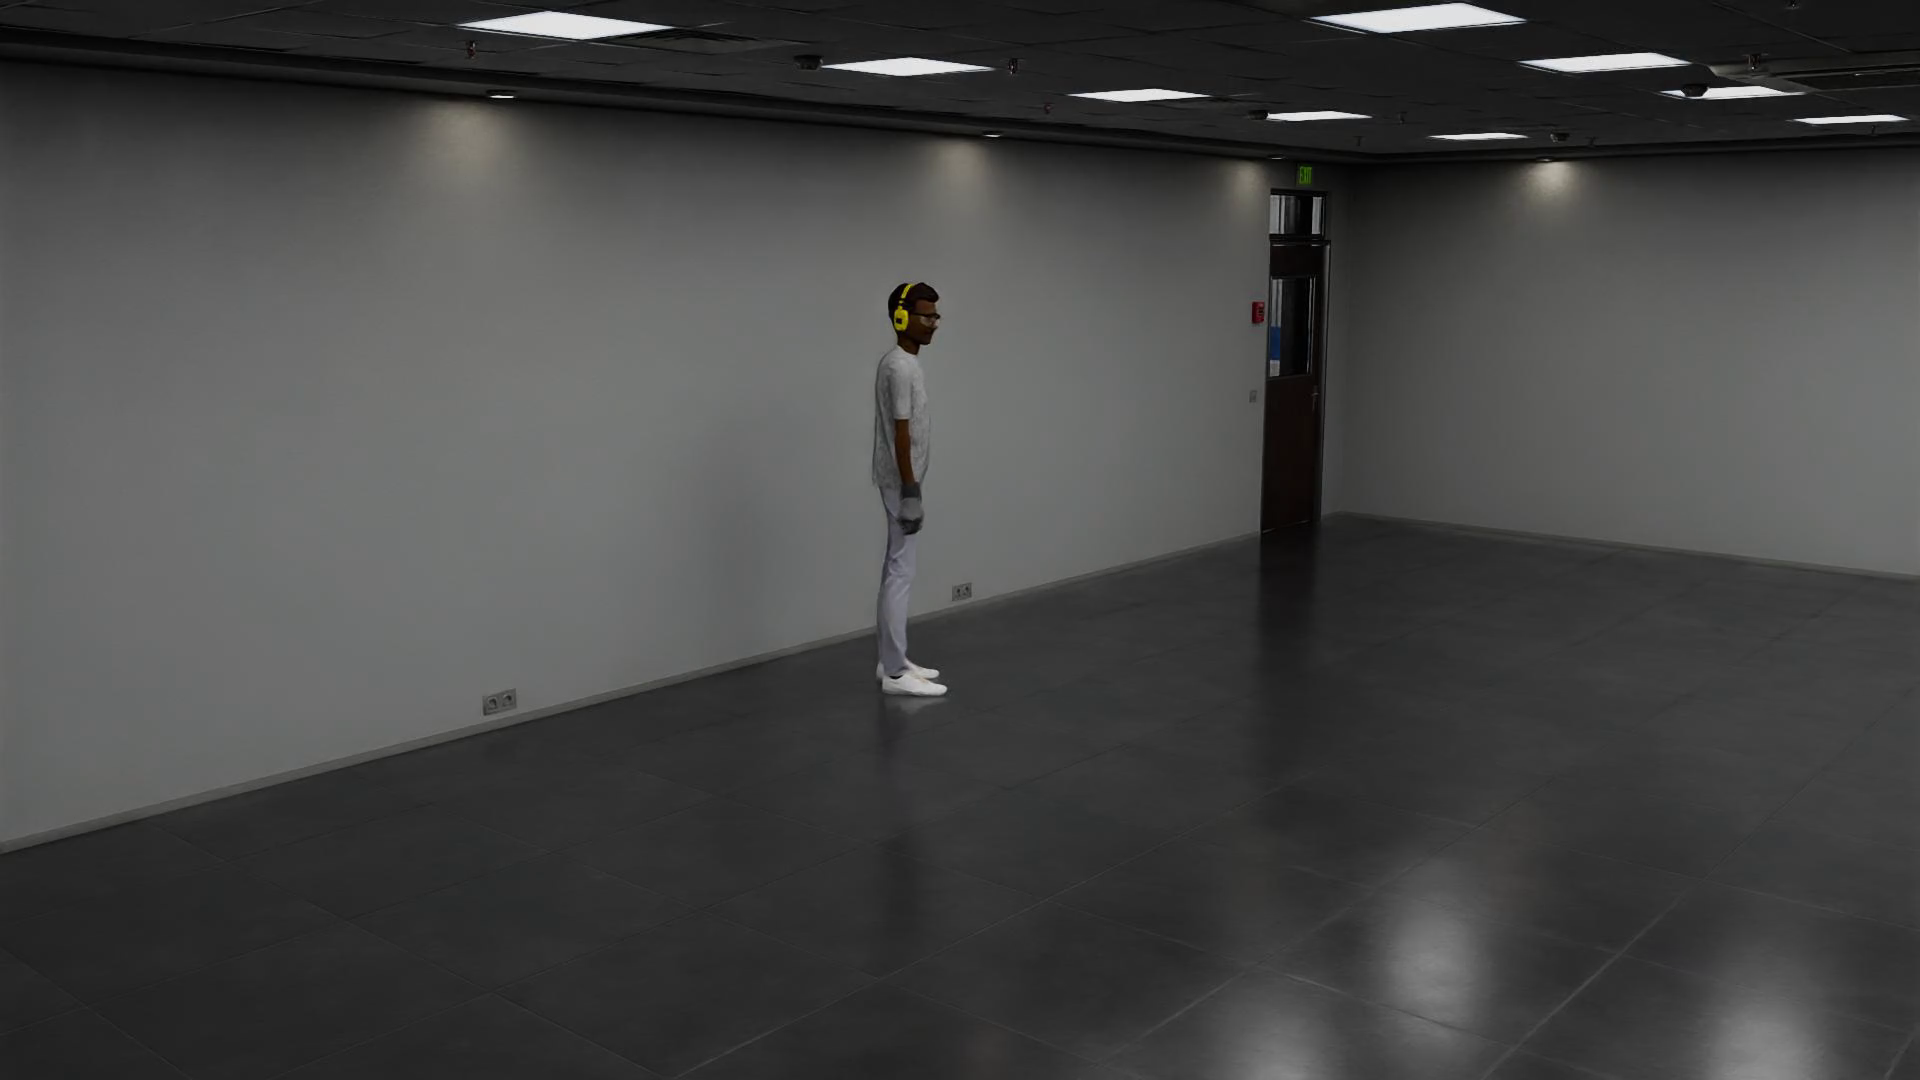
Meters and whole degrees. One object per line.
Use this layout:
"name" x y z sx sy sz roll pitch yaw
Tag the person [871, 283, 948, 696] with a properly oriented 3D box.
"person" -0.236 -0.230 7.584 0.335 1.864 0.521 -1 10 -4
